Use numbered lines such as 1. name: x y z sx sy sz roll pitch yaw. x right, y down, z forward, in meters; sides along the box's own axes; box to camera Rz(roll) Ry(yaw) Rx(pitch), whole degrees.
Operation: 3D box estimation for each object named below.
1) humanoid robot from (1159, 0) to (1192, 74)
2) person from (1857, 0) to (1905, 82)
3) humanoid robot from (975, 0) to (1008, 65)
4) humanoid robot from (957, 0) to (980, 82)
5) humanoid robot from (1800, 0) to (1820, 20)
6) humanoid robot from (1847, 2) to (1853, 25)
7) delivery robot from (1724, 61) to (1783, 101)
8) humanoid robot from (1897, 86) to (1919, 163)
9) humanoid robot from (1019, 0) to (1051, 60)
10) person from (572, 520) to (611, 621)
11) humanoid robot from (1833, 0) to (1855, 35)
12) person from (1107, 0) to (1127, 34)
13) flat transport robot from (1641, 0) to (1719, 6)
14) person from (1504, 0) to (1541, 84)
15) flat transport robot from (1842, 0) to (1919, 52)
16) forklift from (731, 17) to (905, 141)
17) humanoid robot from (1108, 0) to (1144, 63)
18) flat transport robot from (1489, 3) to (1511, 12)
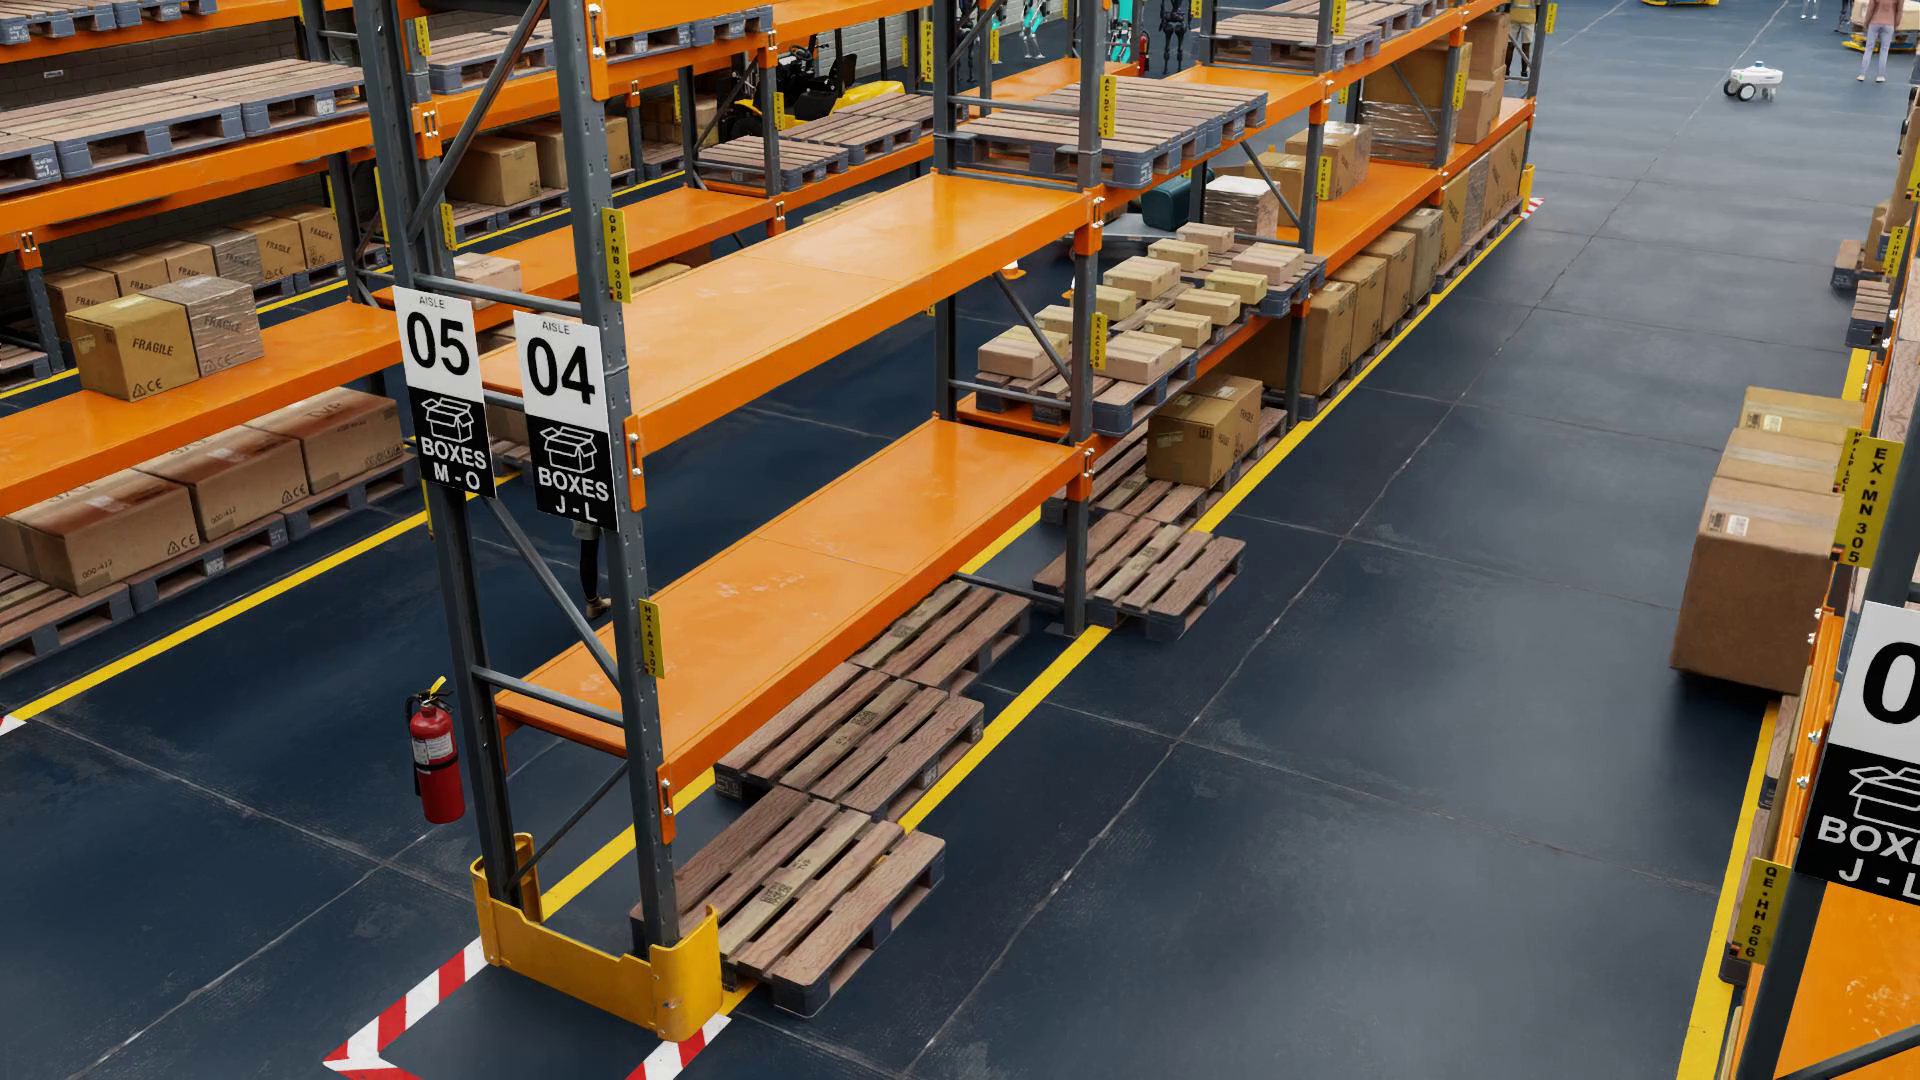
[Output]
1. humanoid robot: 3.554 -8.560 27.489 0.599 1.657 0.315 14 29 26
2. person: 14.905 -8.318 26.898 0.523 1.769 0.323 15 29 28
3. humanoid robot: 0.458 -8.788 27.756 0.533 1.677 0.735 14 29 26
4. humanoid robot: 0.080 -8.288 26.928 0.599 1.654 0.315 14 29 26
5. humanoid robot: 16.638 -10.976 32.302 0.533 1.677 0.735 14 29 26
6. humanoid robot: 17.186 -10.630 31.588 0.533 1.674 0.735 14 29 26
7. delivery robot: 12.298 -7.097 25.782 0.785 0.614 0.521 -2 26 -4
8. humanoid robot: 10.708 -4.326 18.487 0.533 1.674 0.735 14 29 26
9. humanoid robot: 1.211 -9.014 28.229 0.533 1.674 0.735 14 29 26
10. person: -2.208 -0.260 10.231 0.532 1.697 0.322 15 29 28
11. humanoid robot: 16.733 -10.377 31.287 0.462 1.648 0.613 -4 26 -8
12. person: 2.981 -10.542 31.346 0.588 1.920 0.398 15 29 28
13. flat transport robot: 15.181 -11.441 35.116 1.431 0.231 0.659 -2 26 -4
14. person: 9.046 -8.362 26.762 0.603 1.966 0.373 15 29 28
15. flat transport robot: 16.750 -8.936 29.910 1.431 0.231 0.659 -2 26 -4
16. forklift: -1.819 -5.975 21.543 2.313 2.155 1.214 14 29 26
17. humanoid robot: 2.435 -7.580 25.248 0.533 1.674 0.735 14 29 26
18. flat transport robot: 11.364 -11.056 34.316 1.431 0.231 0.659 -2 26 -4
